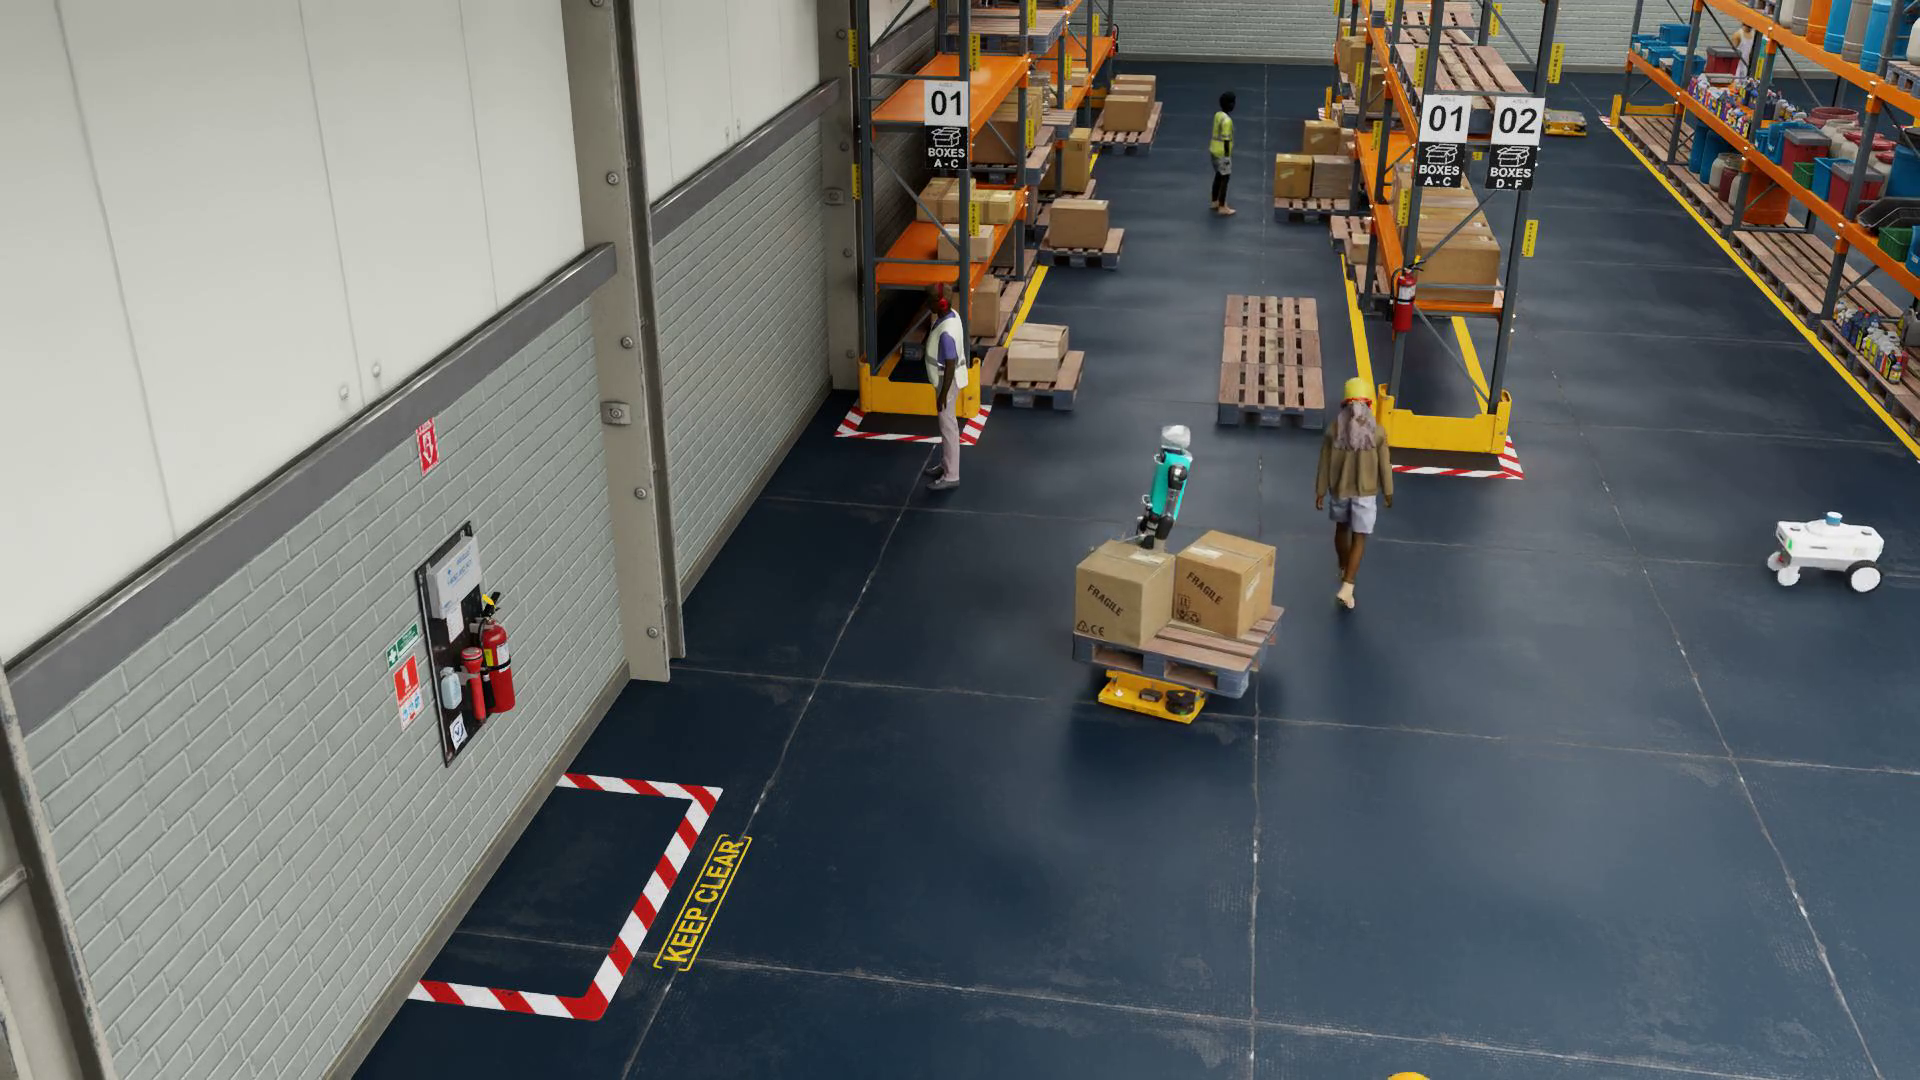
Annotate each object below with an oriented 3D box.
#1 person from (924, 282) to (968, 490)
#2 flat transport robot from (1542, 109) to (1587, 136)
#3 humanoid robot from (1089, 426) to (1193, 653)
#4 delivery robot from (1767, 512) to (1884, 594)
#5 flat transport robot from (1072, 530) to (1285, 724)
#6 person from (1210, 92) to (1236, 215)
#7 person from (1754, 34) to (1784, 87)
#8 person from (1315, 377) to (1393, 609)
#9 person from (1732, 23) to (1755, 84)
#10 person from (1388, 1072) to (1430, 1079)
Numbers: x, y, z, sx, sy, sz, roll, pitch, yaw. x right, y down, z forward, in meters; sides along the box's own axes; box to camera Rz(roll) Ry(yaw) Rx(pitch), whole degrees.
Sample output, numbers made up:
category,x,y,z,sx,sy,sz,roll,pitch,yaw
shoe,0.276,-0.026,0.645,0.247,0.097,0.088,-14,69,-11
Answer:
category,x,y,z,sx,sy,sz,roll,pitch,yaw
person,-0.120,-1.336,14.360,0.391,1.842,0.562,-1,25,-2
flat transport robot,10.465,-7.235,28.842,0.659,0.231,1.431,6,26,13
humanoid robot,1.174,0.044,11.550,1.002,1.743,0.530,0,25,0
delivery robot,6.722,0.086,12.857,0.807,0.613,0.499,3,25,7
flat transport robot,1.532,0.819,11.605,0.659,0.231,1.431,12,28,24
person,3.683,-5.410,23.256,0.349,1.688,0.539,-4,25,-8
person,15.854,-9.767,32.494,0.324,1.765,0.529,-18,30,-33
person,2.935,-0.351,12.408,0.571,1.731,0.851,10,27,20
person,13.823,-8.376,29.412,0.578,1.851,0.425,-7,26,-15
person,1.398,2.627,5.863,0.650,1.860,0.685,-1,25,-2
